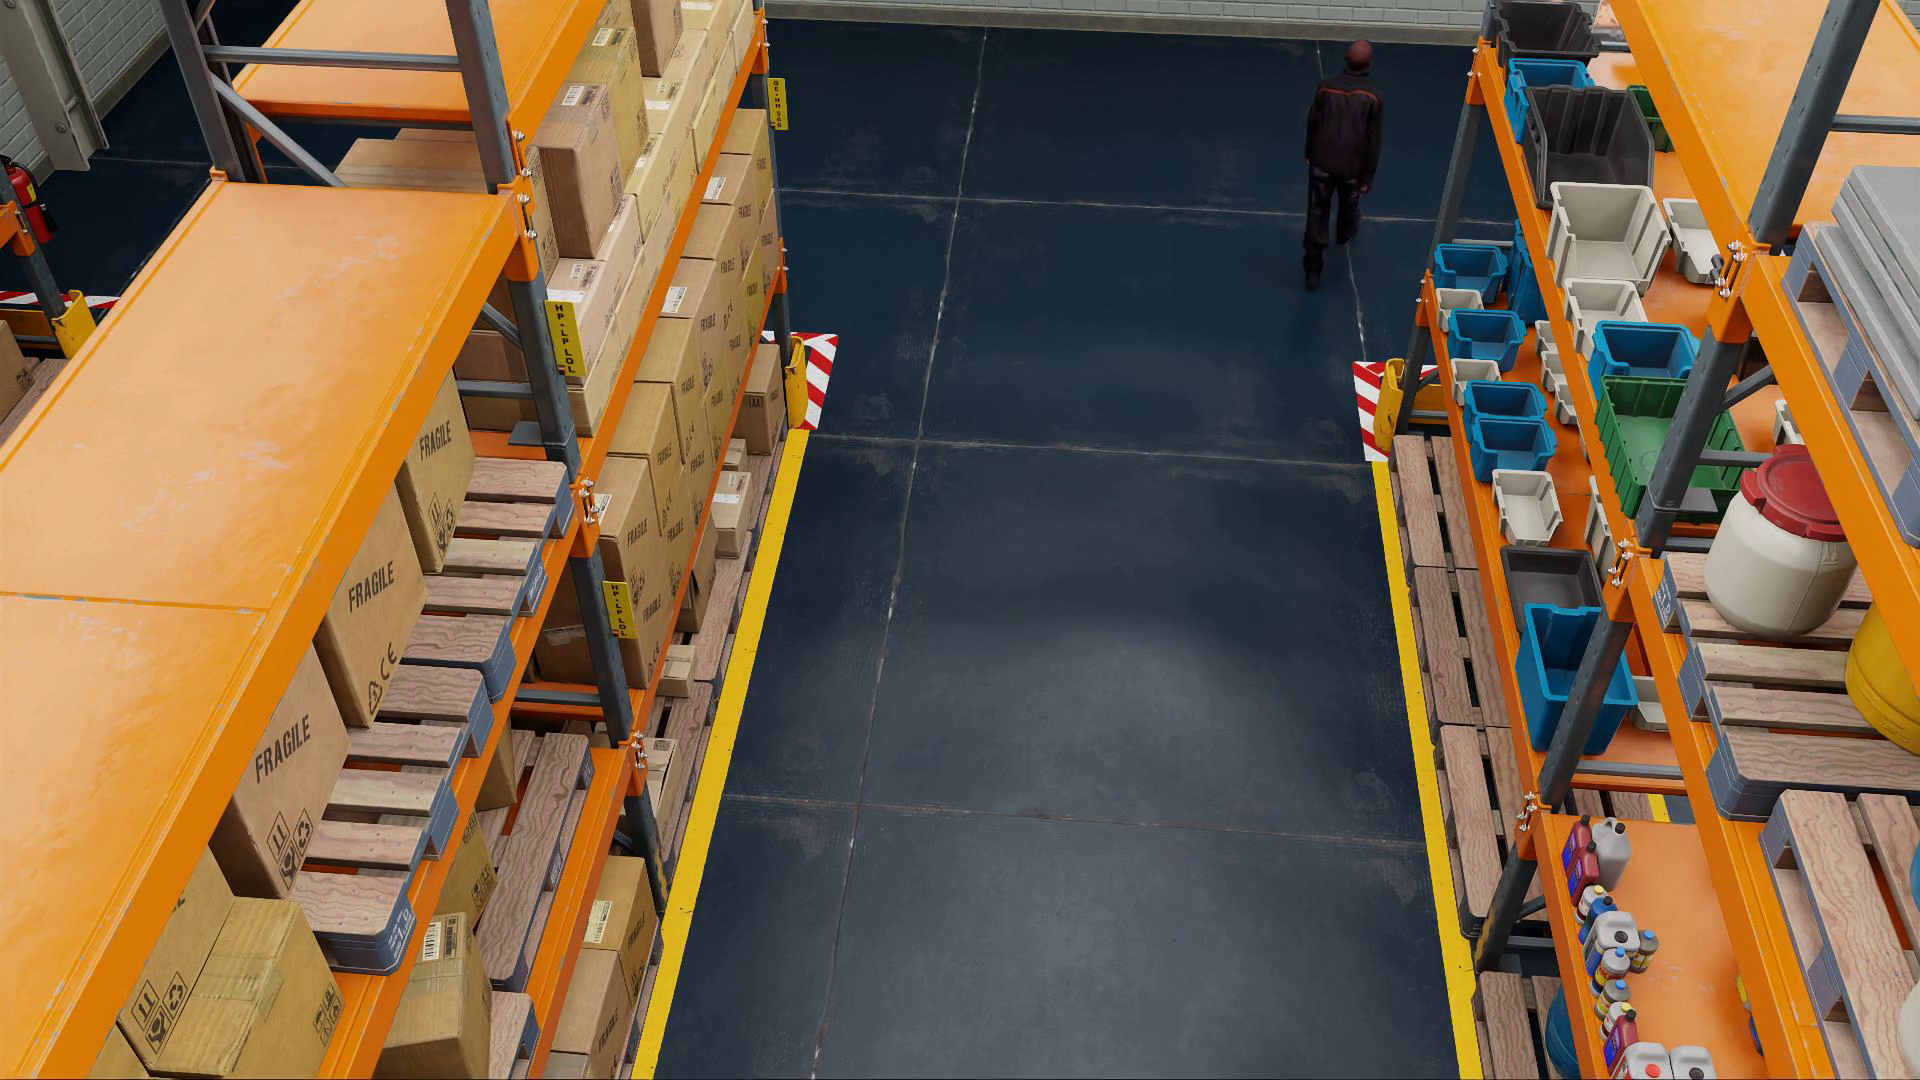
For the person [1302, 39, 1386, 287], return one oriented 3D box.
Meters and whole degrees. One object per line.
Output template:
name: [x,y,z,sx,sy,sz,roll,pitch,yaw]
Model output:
person: [2.636,-2.604,11.686,0.954,1.791,1.233,16,45,17]
